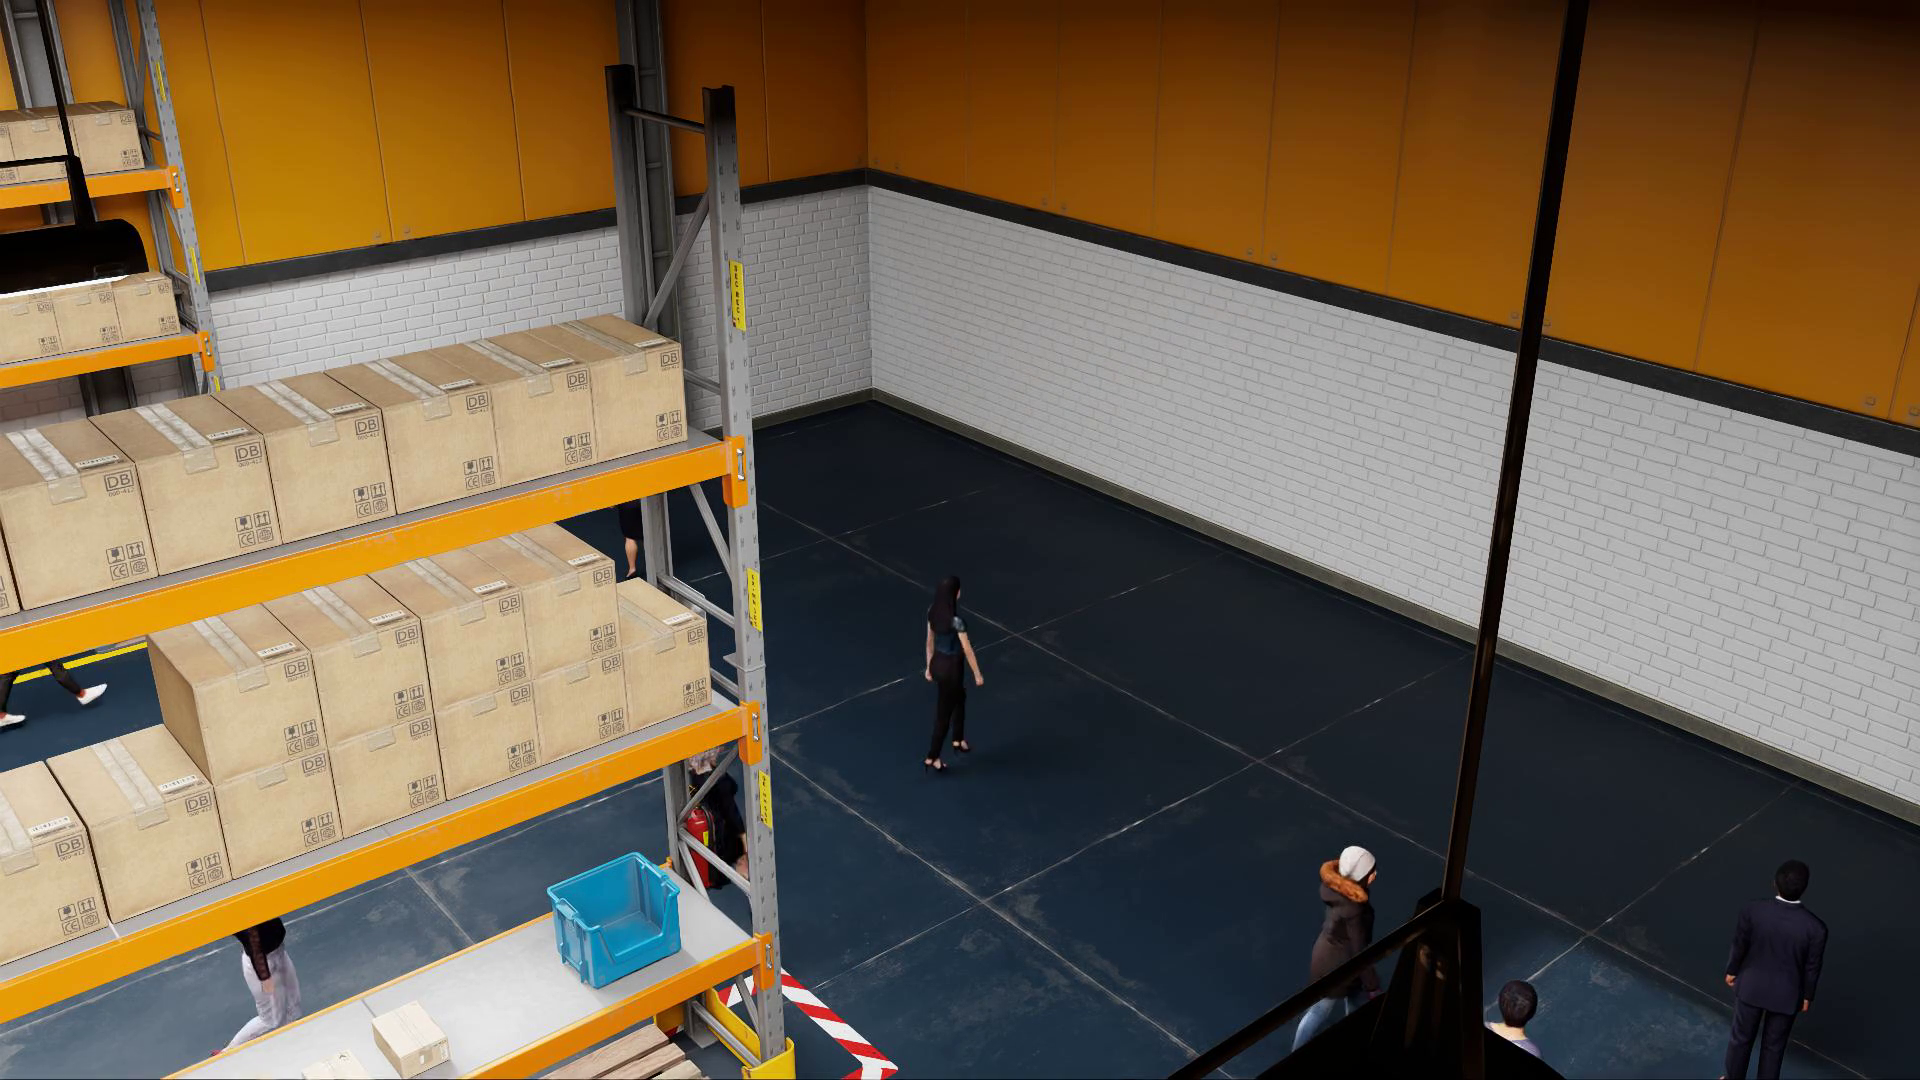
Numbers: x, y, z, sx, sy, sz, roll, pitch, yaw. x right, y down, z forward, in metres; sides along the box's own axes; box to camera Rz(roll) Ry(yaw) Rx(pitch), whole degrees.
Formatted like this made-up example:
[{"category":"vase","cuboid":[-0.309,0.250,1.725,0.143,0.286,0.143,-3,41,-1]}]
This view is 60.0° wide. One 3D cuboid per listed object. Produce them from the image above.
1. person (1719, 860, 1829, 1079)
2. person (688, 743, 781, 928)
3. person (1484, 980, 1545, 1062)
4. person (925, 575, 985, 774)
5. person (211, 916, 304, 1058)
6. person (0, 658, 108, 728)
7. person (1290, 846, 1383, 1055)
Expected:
[{"category":"person","cuboid":[4.710,2.618,9.688,0.693,1.727,0.653,13,27,28]},{"category":"person","cuboid":[-1.689,2.037,11.057,1.214,1.694,0.721,-13,27,-28]},{"category":"person","cuboid":[2.838,3.066,8.882,0.605,1.552,0.629,19,30,36]},{"category":"person","cuboid":[-0.156,1.099,13.173,0.760,1.719,0.594,-16,28,-33]},{"category":"person","cuboid":[-4.211,2.571,9.967,1.004,1.591,0.771,-11,26,-23]},{"category":"person","cuboid":[-7.924,0.845,13.916,1.130,1.589,0.619,-21,31,-39]},{"category":"person","cuboid":[2.194,2.546,10.002,1.003,1.607,0.969,5,24,11]}]
